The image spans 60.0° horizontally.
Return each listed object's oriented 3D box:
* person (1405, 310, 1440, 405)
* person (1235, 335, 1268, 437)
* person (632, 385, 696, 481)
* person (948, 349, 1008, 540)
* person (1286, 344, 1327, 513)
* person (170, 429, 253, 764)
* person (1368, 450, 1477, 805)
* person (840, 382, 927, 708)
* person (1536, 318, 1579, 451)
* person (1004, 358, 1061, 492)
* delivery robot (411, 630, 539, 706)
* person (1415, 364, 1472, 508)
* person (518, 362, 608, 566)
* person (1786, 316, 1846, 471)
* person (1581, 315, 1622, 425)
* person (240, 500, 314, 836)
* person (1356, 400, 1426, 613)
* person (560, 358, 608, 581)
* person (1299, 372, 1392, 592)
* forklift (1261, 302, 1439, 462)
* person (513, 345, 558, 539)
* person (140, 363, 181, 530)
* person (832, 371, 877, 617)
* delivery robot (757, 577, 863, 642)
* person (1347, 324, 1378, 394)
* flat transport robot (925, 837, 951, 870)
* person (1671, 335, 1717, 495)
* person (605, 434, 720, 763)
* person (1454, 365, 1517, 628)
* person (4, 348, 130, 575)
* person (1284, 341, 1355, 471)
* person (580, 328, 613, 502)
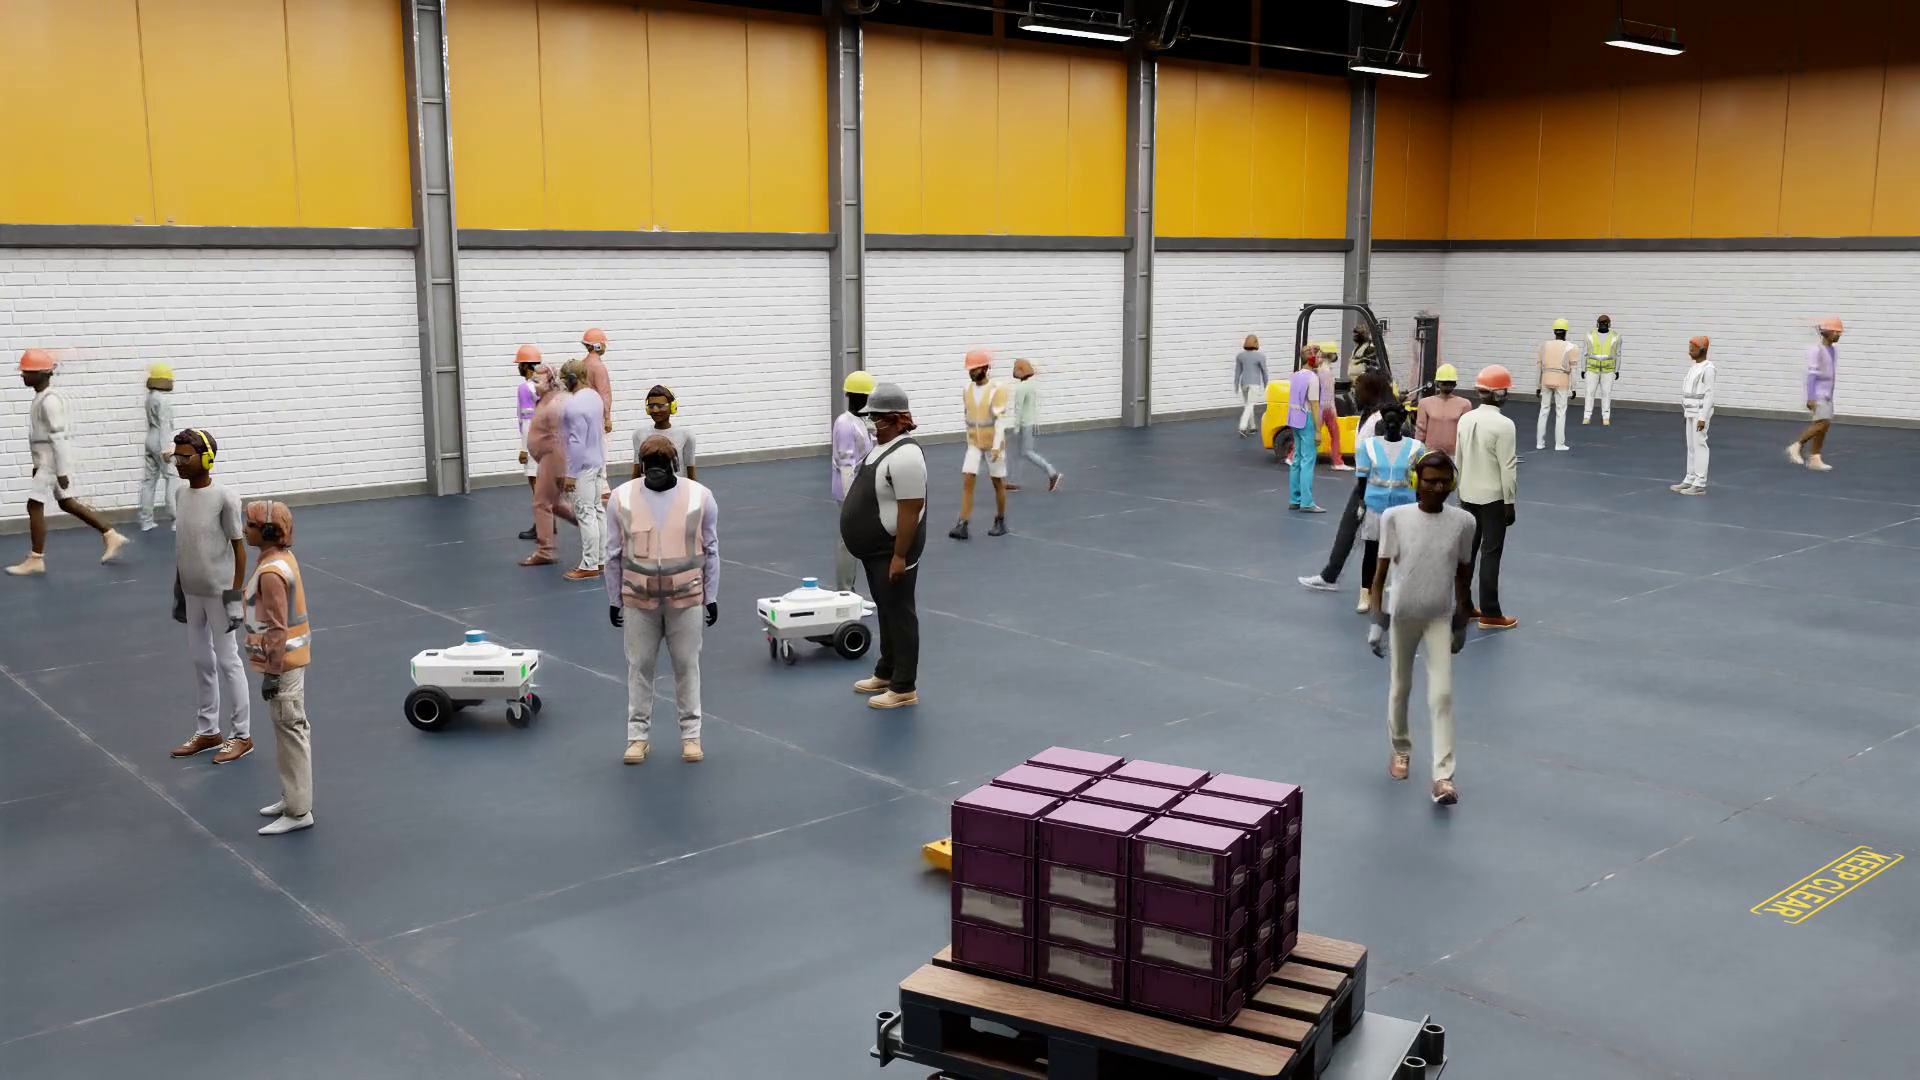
[{"bbox_3d":[8.333,-3.177,29.787,1.021,1.857,0.687,-5,11,-29],"label":"person"},{"bbox_3d":[4.540,-2.421,26.069,0.500,1.591,0.853,8,12,39],"label":"person"},{"bbox_3d":[-2.209,-0.222,12.384,0.518,1.874,0.327,1,10,4],"label":"person"},{"bbox_3d":[0.193,-0.933,16.494,0.566,1.888,0.949,6,11,31],"label":"person"},{"bbox_3d":[3.802,-1.222,18.296,0.389,1.850,0.566,-2,10,-14],"label":"person"},{"bbox_3d":[-4.197,0.309,9.269,0.520,1.873,0.328,4,11,25],"label":"person"},{"bbox_3d":[2.396,0.447,8.651,0.539,1.811,0.977,2,10,10],"label":"person"},{"bbox_3d":[-0.480,0.025,10.437,0.537,2.000,0.679,-3,10,-15],"label":"person"},{"bbox_3d":[8.680,-2.259,24.206,0.600,1.913,0.422,8,13,40],"label":"person"},{"bbox_3d":[0.833,-1.365,19.834,0.736,1.608,0.502,3,10,15],"label":"person"},{"bbox_3d":[-2.919,0.789,10.034,0.707,0.478,0.477,0,10,0],"label":"delivery robot"},{"bbox_3d":[4.725,-0.837,16.290,0.534,1.767,0.317,2,10,13],"label":"person"},{"bbox_3d":[-3.646,-0.693,15.143,0.745,1.866,0.648,-2,10,-14],"label":"person"},{"bbox_3d":[11.271,-1.910,21.800,0.641,2.029,0.500,-7,12,-36],"label":"person"},{"bbox_3d":[10.692,-2.835,27.768,0.633,1.841,0.429,4,10,21],"label":"person"},{"bbox_3d":[-3.339,0.613,8.159,0.309,1.645,0.515,-3,10,-19],"label":"person"},{"bbox_3d":[3.377,-0.253,13.073,0.537,1.696,0.321,2,10,14],"label":"person"},{"bbox_3d":[-3.281,-0.610,14.471,0.370,1.934,0.627,1,10,6],"label":"person"},{"bbox_3d":[3.418,-0.466,13.867,1.027,1.853,0.603,0,10,-3],"label":"person"},{"bbox_3d":[5.320,-2.157,22.763,2.313,2.155,1.214,3,10,16],"label":"forklift"},{"bbox_3d":[-4.250,-0.973,16.579,0.375,1.939,0.546,2,10,14],"label":"person"},{"bbox_3d":[-8.207,-0.942,17.052,0.465,1.717,0.561,-9,13,-42],"label":"person"},{"bbox_3d":[-0.809,-0.369,13.083,0.385,1.922,0.594,1,10,4],"label":"person"},{"bbox_3d":[-1.053,0.508,11.684,0.707,0.478,0.477,-5,11,-25],"label":"delivery robot"},{"bbox_3d":[5.848,-2.222,24.212,0.438,1.830,0.655,-1,10,-4],"label":"person"},{"bbox_3d":[0.586,1.347,7.873,1.431,0.197,0.652,-8,13,-41],"label":"flat transport robot"},{"bbox_3d":[8.715,-1.475,19.676,0.354,1.884,0.573,1,10,5],"label":"person"},{"bbox_3d":[-1.650,0.329,9.243,0.629,1.842,0.429,-1,10,-6],"label":"person"},{"bbox_3d":[4.004,-0.329,12.638,0.374,1.997,0.613,-4,11,-23],"label":"person"},{"bbox_3d":[-8.026,-0.712,14.861,0.973,2.015,0.600,-5,11,-29],"label":"person"},{"bbox_3d":[4.707,-1.749,21.739,0.891,1.722,0.527,2,10,12],"label":"person"},{"bbox_3d":[-4.170,-1.438,19.129,0.375,1.997,0.611,-7,12,-36],"label":"person"}]
